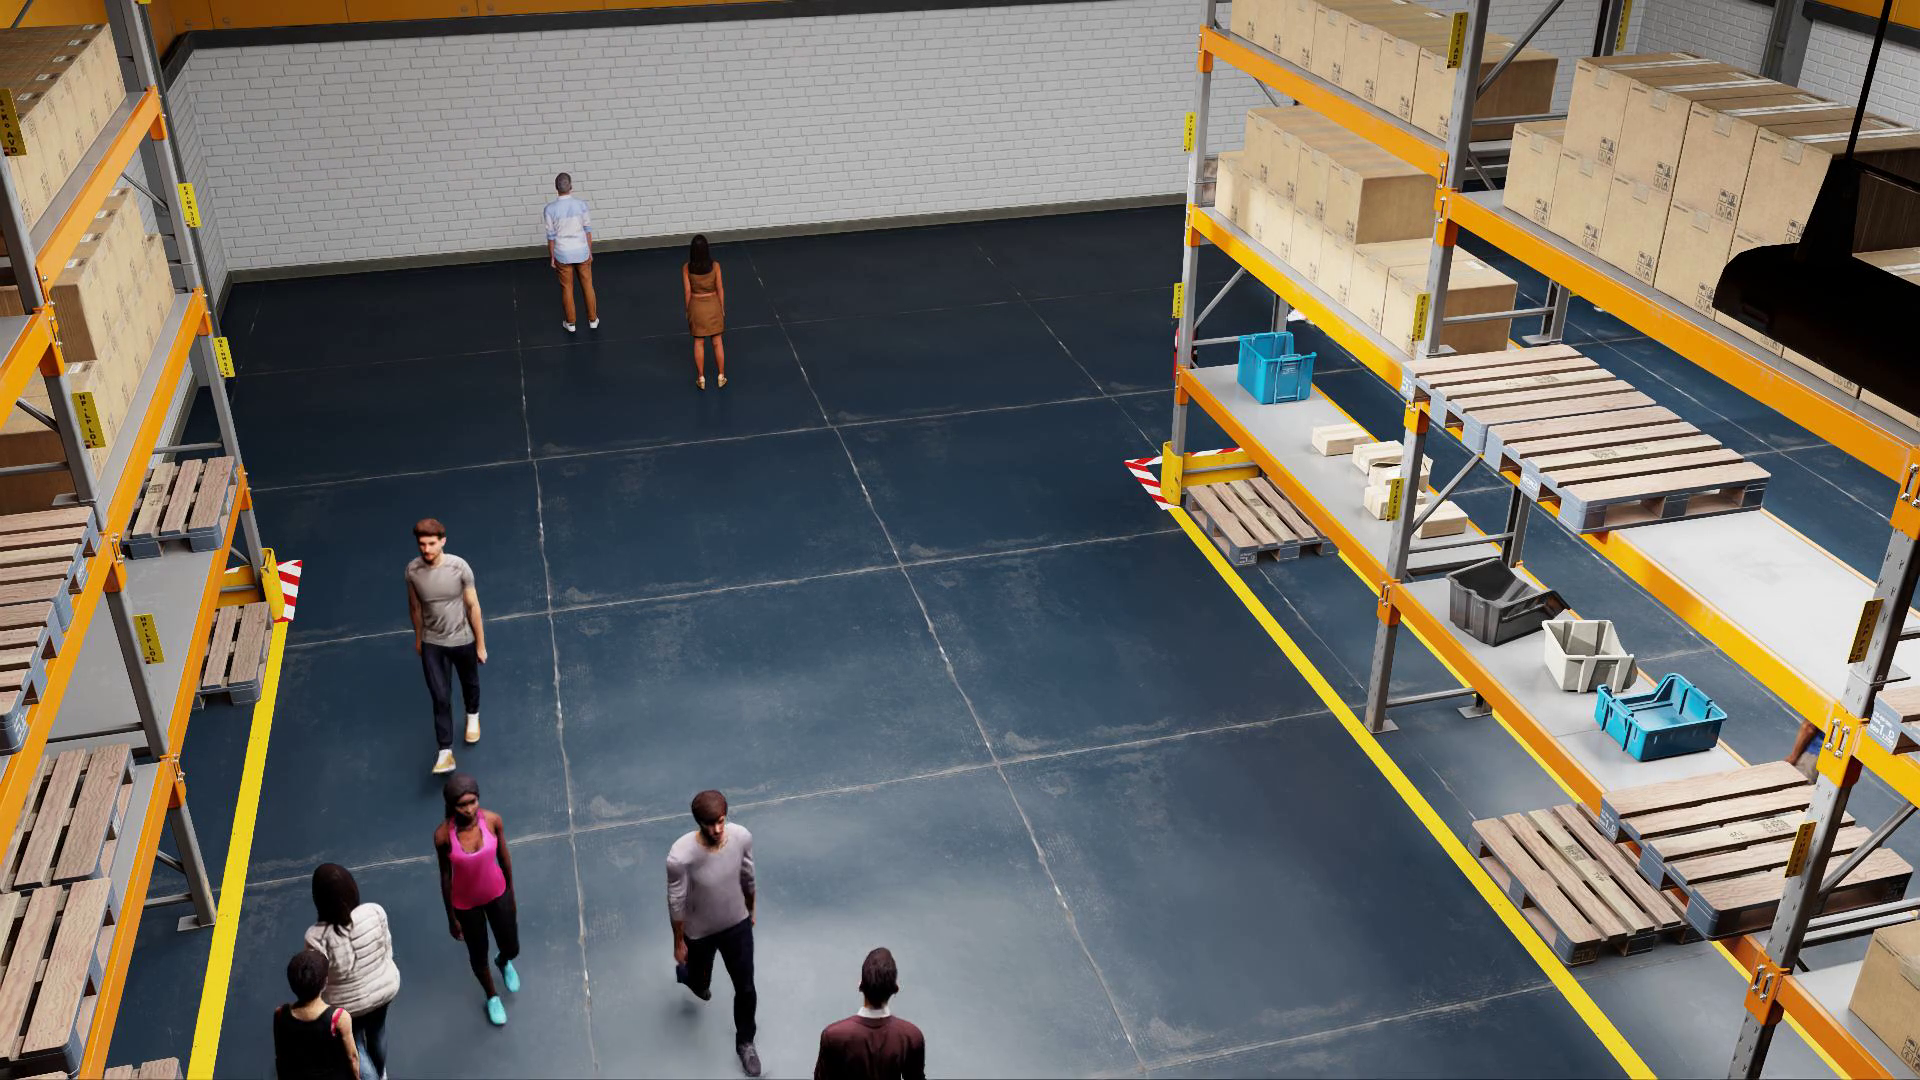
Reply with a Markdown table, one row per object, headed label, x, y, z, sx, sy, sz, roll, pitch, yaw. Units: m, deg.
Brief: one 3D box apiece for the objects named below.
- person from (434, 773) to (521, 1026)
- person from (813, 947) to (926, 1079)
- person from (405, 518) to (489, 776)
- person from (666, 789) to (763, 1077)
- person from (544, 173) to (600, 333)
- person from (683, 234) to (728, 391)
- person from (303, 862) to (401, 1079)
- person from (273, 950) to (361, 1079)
| label | x | y | z | sx | sy | sz | roll | pitch | yaw |
| --- | --- | --- | --- | --- | --- | --- | --- | --- | --- |
| person | -2.751 | 1.996 | 9.461 | 0.606 | 1.713 | 0.701 | -13 | 31 | -23 |
| person | -0.447 | 2.814 | 7.836 | 0.812 | 1.833 | 0.907 | -6 | 29 | -11 |
| person | -3.600 | 0.653 | 11.768 | 0.764 | 1.862 | 1.120 | -4 | 29 | -7 |
| person | -1.383 | 2.080 | 9.206 | 0.826 | 1.811 | 1.145 | -16 | 33 | -27 |
| person | -4.442 | -3.296 | 19.044 | 0.700 | 1.827 | 0.600 | -10 | 30 | -18 |
| person | -2.693 | -2.409 | 17.561 | 0.564 | 1.690 | 0.499 | -6 | 29 | -12 |
| person | -3.142 | 2.429 | 8.767 | 0.826 | 1.617 | 1.036 | -19 | 34 | -31 |
| person | -3.204 | 2.747 | 8.272 | 0.726 | 1.533 | 0.888 | -1 | 29 | -3 |
